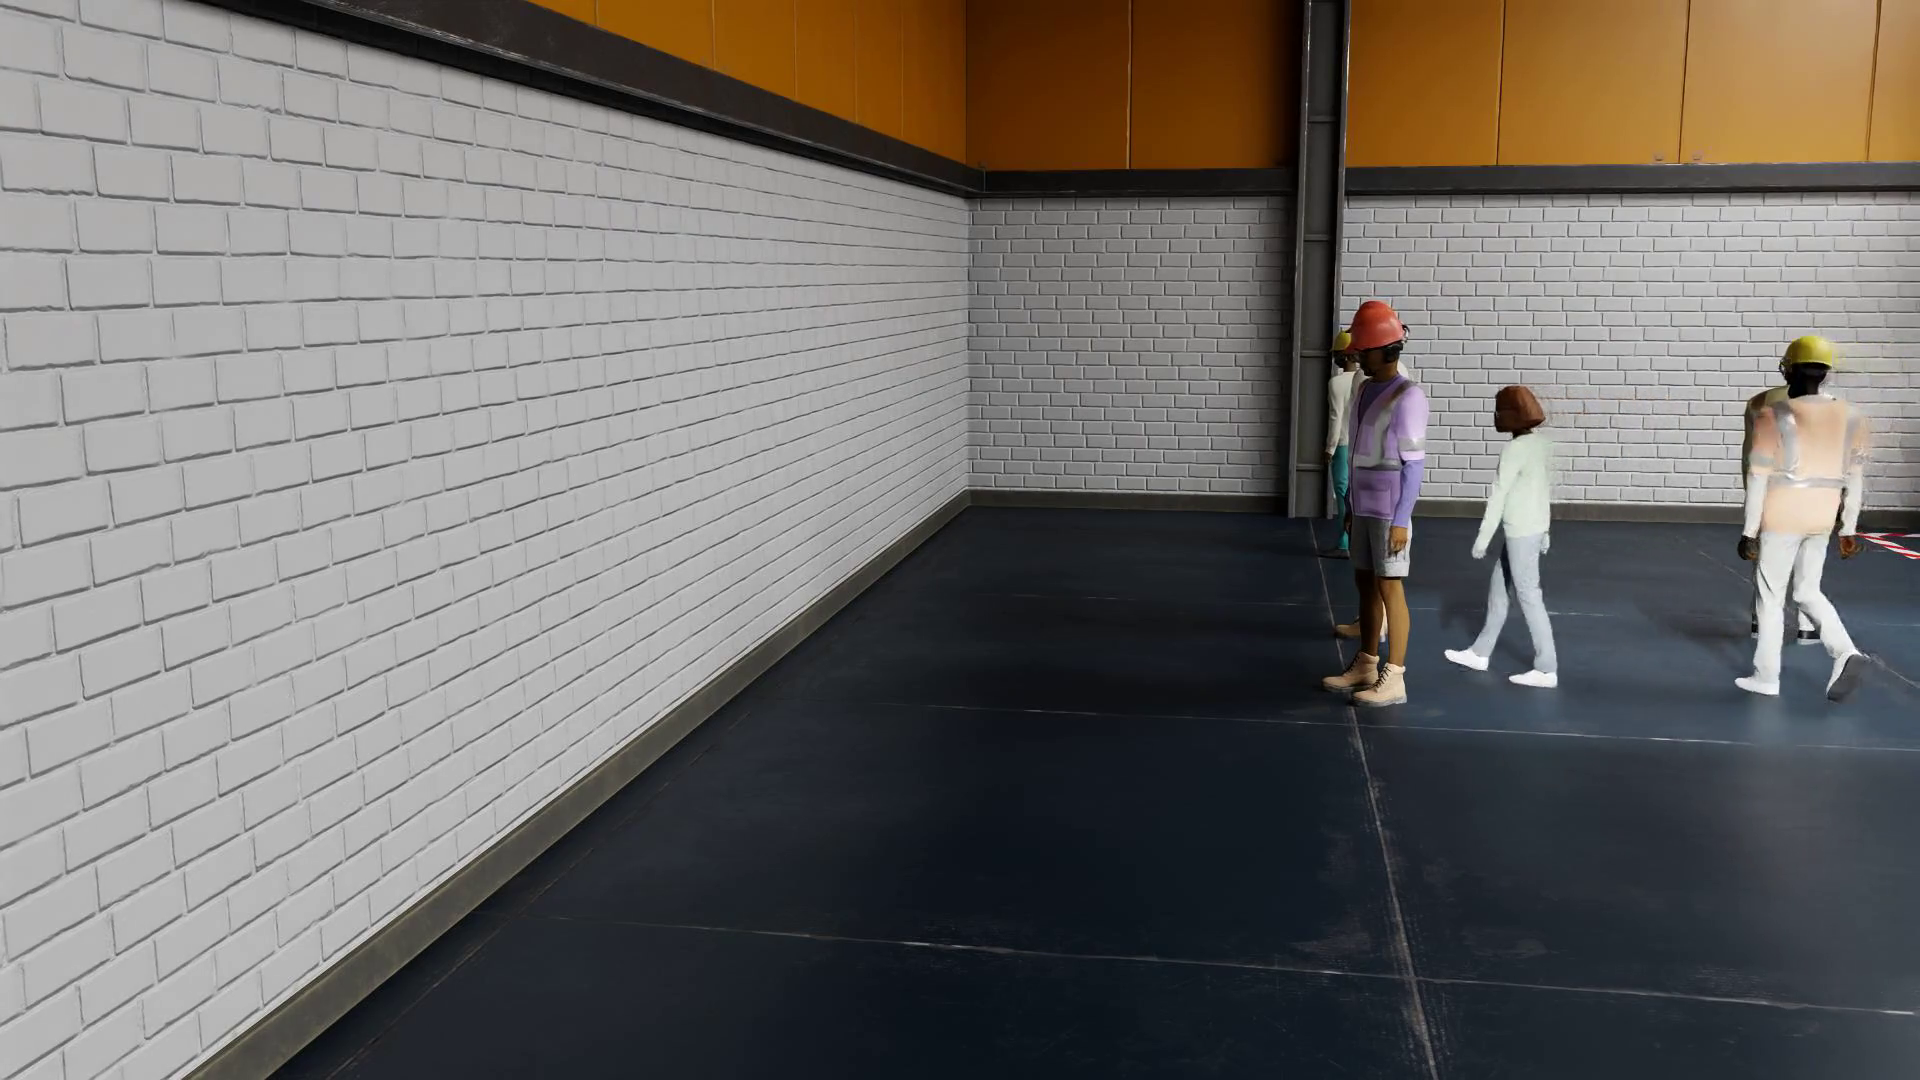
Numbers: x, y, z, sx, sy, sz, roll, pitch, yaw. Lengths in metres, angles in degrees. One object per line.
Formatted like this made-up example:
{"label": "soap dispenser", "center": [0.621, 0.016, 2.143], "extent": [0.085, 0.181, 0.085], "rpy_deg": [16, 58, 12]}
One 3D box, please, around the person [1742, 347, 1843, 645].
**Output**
{"label": "person", "center": [4.995, -0.289, 9.955], "extent": [0.587, 1.822, 0.403], "rpy_deg": [9, 13, 43]}

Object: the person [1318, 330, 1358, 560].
{"label": "person", "center": [2.984, -0.731, 12.872], "extent": [0.526, 1.768, 0.331], "rpy_deg": [-8, 12, -42]}

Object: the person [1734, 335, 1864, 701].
{"label": "person", "center": [4.332, -0.091, 8.503], "extent": [0.606, 1.903, 0.639], "rpy_deg": [-2, 9, -10]}

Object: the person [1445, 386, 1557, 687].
{"label": "person", "center": [2.928, -0.027, 8.991], "extent": [0.761, 1.597, 0.522], "rpy_deg": [6, 11, 34]}

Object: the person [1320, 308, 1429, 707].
{"label": "person", "center": [2.124, -0.163, 8.523], "extent": [0.388, 2.034, 0.605], "rpy_deg": [-2, 9, -15]}

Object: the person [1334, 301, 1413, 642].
{"label": "person", "center": [2.472, -0.411, 10.029], "extent": [0.393, 2.041, 0.614], "rpy_deg": [7, 12, 37]}
